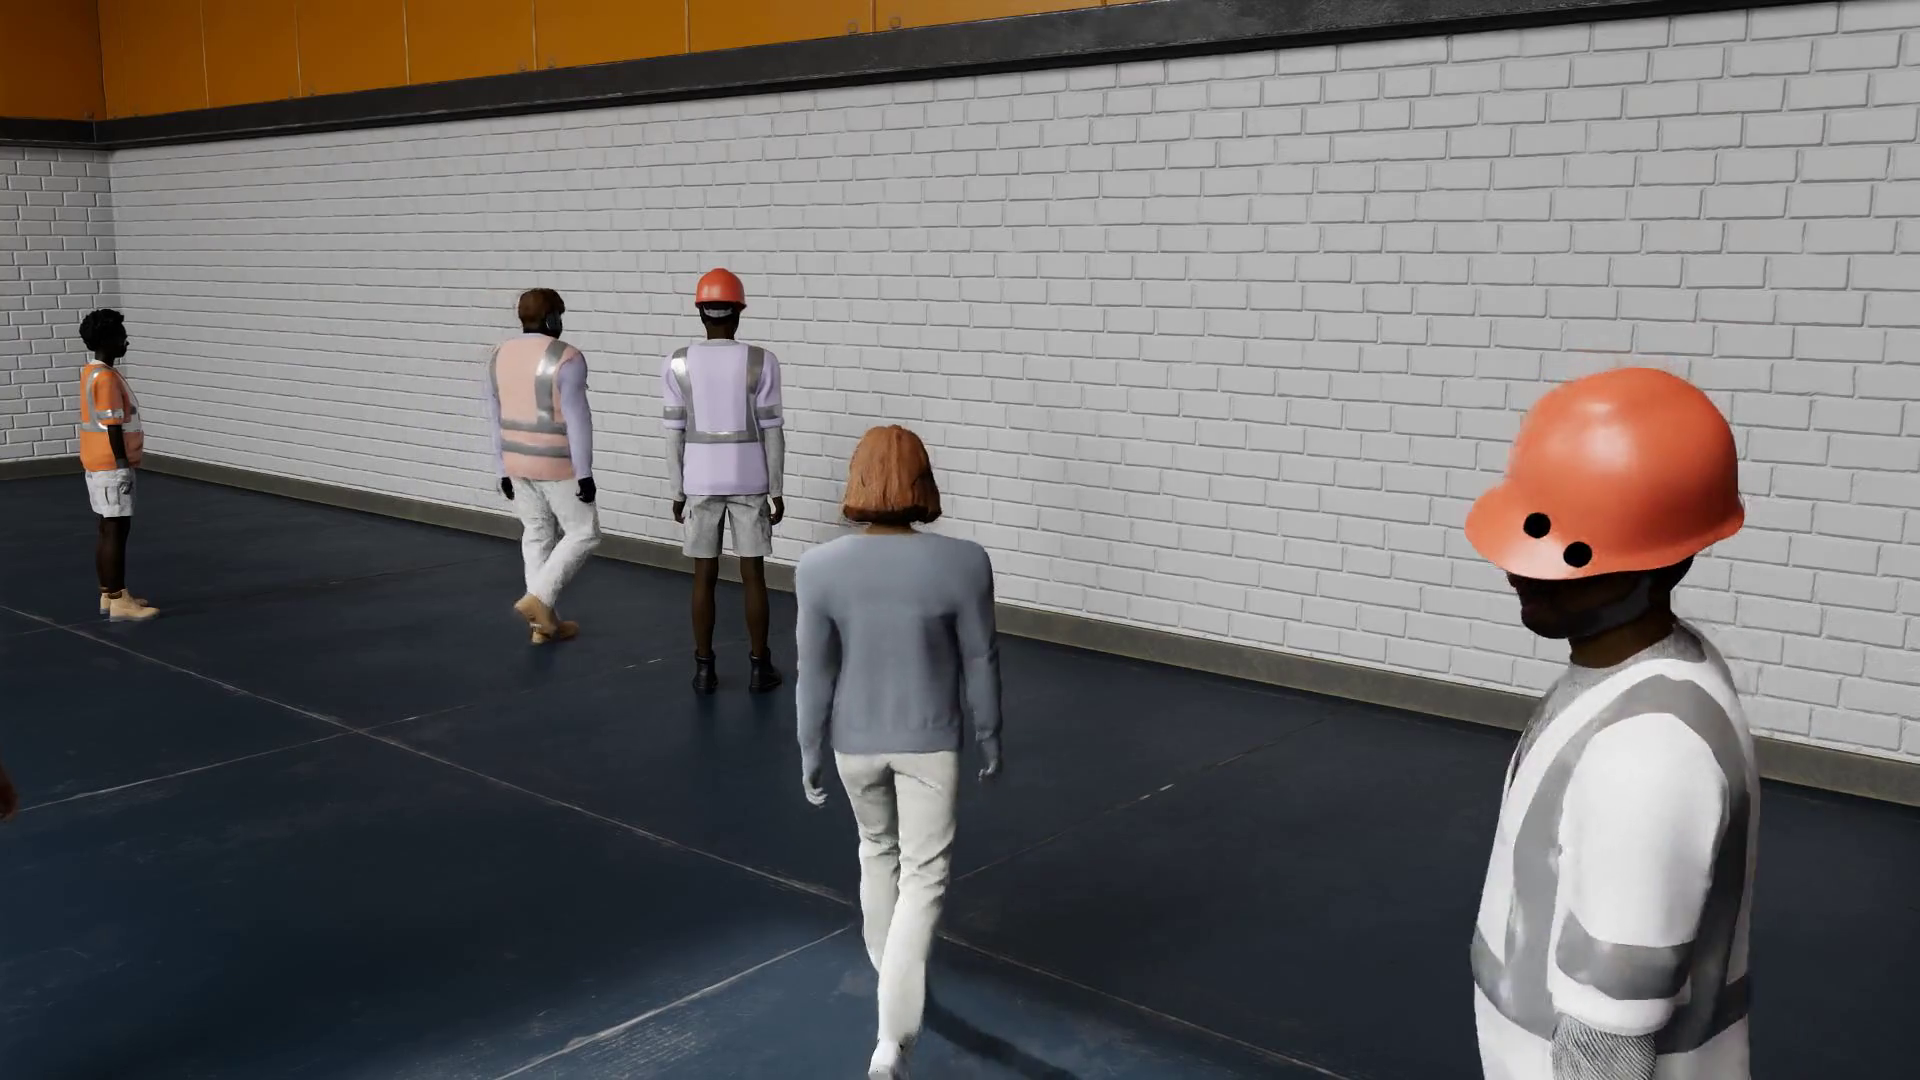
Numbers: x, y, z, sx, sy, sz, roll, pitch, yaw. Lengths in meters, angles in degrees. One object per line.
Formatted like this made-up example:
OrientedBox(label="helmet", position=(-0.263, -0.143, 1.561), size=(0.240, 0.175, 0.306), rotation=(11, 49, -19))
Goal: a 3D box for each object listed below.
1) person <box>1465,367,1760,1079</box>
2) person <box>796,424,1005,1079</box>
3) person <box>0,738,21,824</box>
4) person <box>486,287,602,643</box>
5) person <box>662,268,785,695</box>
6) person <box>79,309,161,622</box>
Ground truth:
OrientedBox(label="person", position=(0.791, 0.725, 2.079), size=(0.399, 1.899, 0.623), rotation=(3, 10, 18))
OrientedBox(label="person", position=(-0.167, 0.516, 4.094), size=(0.499, 1.601, 0.792), rotation=(2, 10, 12))
OrientedBox(label="person", position=(-2.185, 0.538, 3.518), size=(0.329, 1.762, 0.523), rotation=(0, 10, 2))
OrientedBox(label="person", position=(-2.112, -0.360, 8.430), size=(0.641, 1.827, 0.478), rotation=(6, 12, 32))
OrientedBox(label="person", position=(-1.059, -0.255, 7.542), size=(0.543, 1.933, 0.363), rotation=(0, 10, -1))
OrientedBox(label="person", position=(-4.610, -0.406, 9.071), size=(0.315, 1.695, 0.541), rotation=(-7, 12, -34))
